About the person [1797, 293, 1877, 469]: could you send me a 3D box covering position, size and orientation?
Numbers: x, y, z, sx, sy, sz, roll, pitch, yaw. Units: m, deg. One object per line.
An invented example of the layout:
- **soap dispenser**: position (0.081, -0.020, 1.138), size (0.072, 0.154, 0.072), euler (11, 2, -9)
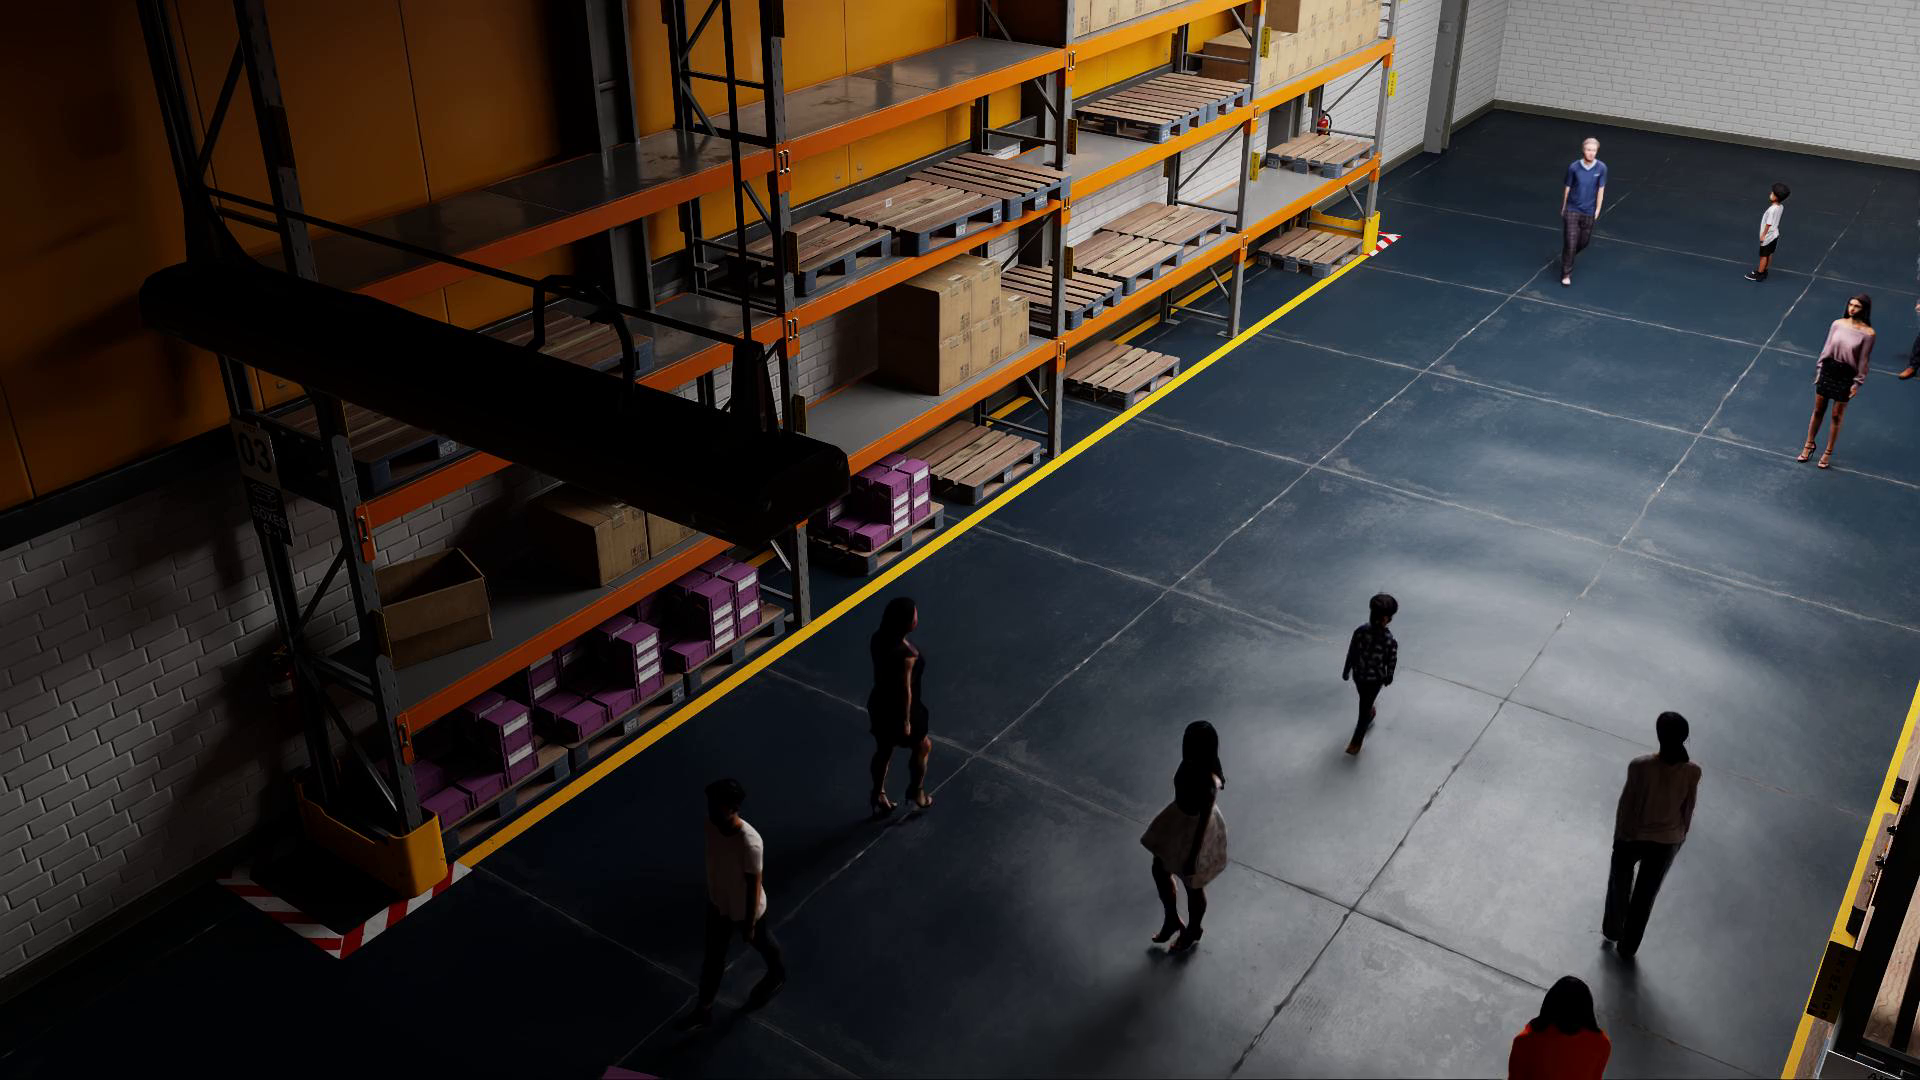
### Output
- **person**: position (8.658, -1.572, 16.388), size (0.621, 1.811, 0.666), euler (-21, 35, -33)

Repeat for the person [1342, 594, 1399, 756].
- **person**: position (3.069, 0.943, 12.388), size (0.528, 1.226, 0.858), euler (21, 35, 33)

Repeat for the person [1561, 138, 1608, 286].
- **person**: position (7.876, -4.210, 21.186), size (0.895, 1.847, 1.082), euler (6, 29, 11)

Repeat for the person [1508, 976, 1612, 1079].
- **person**: position (2.933, 2.837, 8.420), size (0.938, 1.700, 1.195), euler (5, 29, 8)

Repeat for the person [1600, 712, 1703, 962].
- **person**: position (4.210, 1.869, 10.134), size (0.675, 1.759, 0.701), euler (10, 30, 18)

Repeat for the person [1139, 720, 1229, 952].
- **person**: position (1.495, 1.829, 10.201), size (0.903, 1.766, 0.844), euler (-7, 29, -13)

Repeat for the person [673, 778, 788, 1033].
- **person**: position (-1.246, 2.092, 9.807), size (0.738, 1.681, 1.079), euler (23, 36, 36)

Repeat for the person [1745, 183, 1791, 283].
- **person**: position (10.387, -3.950, 21.323), size (0.478, 1.260, 0.591), euler (-24, 37, -37)

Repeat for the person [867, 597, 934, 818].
- **person**: position (-0.516, 1.202, 11.423), size (0.820, 1.695, 0.806), euler (-16, 32, -27)
